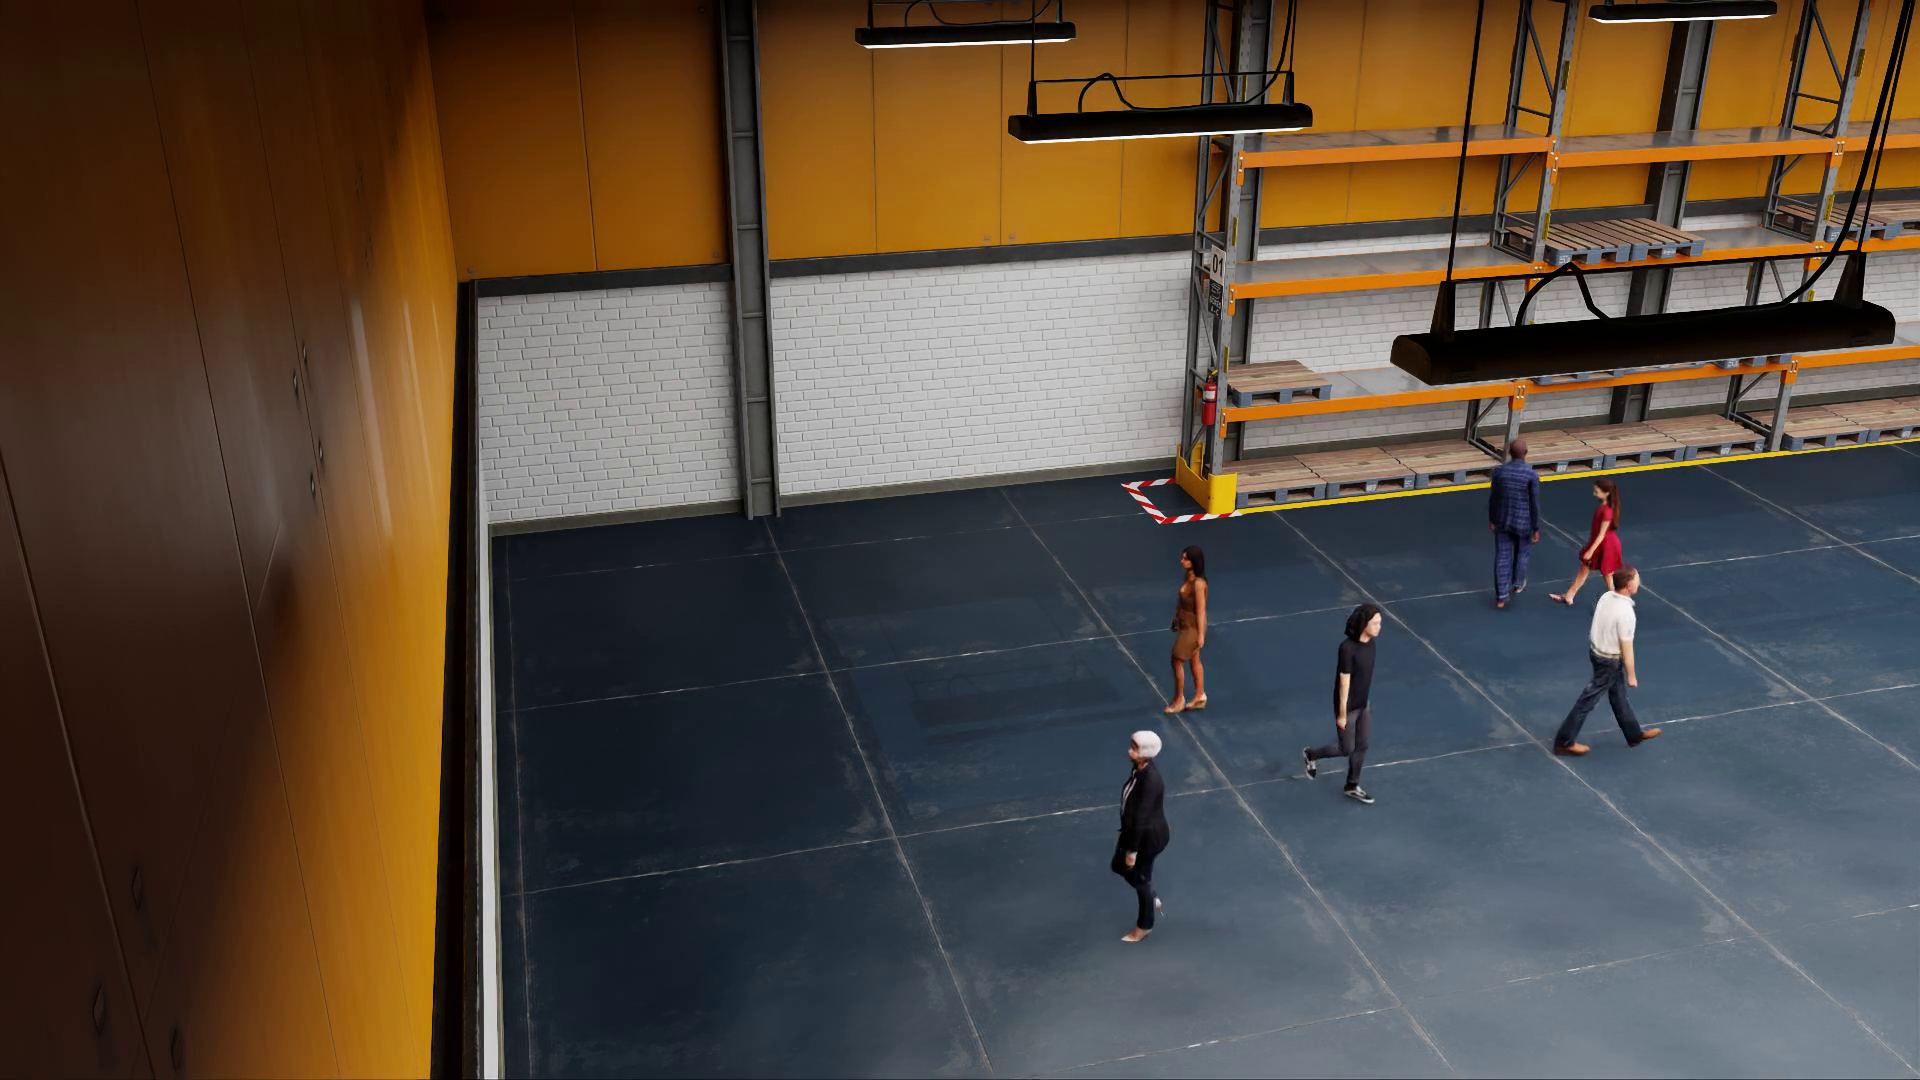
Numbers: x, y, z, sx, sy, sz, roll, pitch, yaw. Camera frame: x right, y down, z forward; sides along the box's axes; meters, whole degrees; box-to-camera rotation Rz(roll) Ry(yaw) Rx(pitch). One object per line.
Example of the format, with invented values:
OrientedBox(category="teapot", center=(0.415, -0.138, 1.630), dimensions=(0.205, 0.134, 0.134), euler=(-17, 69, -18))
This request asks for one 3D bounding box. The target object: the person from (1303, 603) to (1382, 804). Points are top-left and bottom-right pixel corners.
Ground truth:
OrientedBox(category="person", center=(3.235, 1.338, 14.028), dimensions=(0.966, 1.817, 0.949), euler=(-21, 31, -40))

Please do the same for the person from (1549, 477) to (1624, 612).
OrientedBox(category="person", center=(6.773, 0.080, 17.282), dimensions=(1.023, 1.515, 0.837), euler=(5, 24, 11))

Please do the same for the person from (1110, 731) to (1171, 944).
OrientedBox(category="person", center=(1.430, 2.209, 12.204), dimensions=(0.680, 1.769, 0.772), euler=(-2, 24, -4))

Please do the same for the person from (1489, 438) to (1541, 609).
OrientedBox(category="person", center=(5.780, -0.135, 17.452), dimensions=(1.083, 1.773, 1.131), euler=(13, 27, 27))

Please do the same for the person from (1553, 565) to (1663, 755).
OrientedBox(category="person", center=(5.577, 1.088, 14.602), dimensions=(1.265, 1.815, 0.939), euler=(2, 24, 4))

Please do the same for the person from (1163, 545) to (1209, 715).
OrientedBox(category="person", center=(2.217, 0.834, 15.362), dimensions=(0.686, 1.672, 0.634), euler=(-3, 24, -7))
